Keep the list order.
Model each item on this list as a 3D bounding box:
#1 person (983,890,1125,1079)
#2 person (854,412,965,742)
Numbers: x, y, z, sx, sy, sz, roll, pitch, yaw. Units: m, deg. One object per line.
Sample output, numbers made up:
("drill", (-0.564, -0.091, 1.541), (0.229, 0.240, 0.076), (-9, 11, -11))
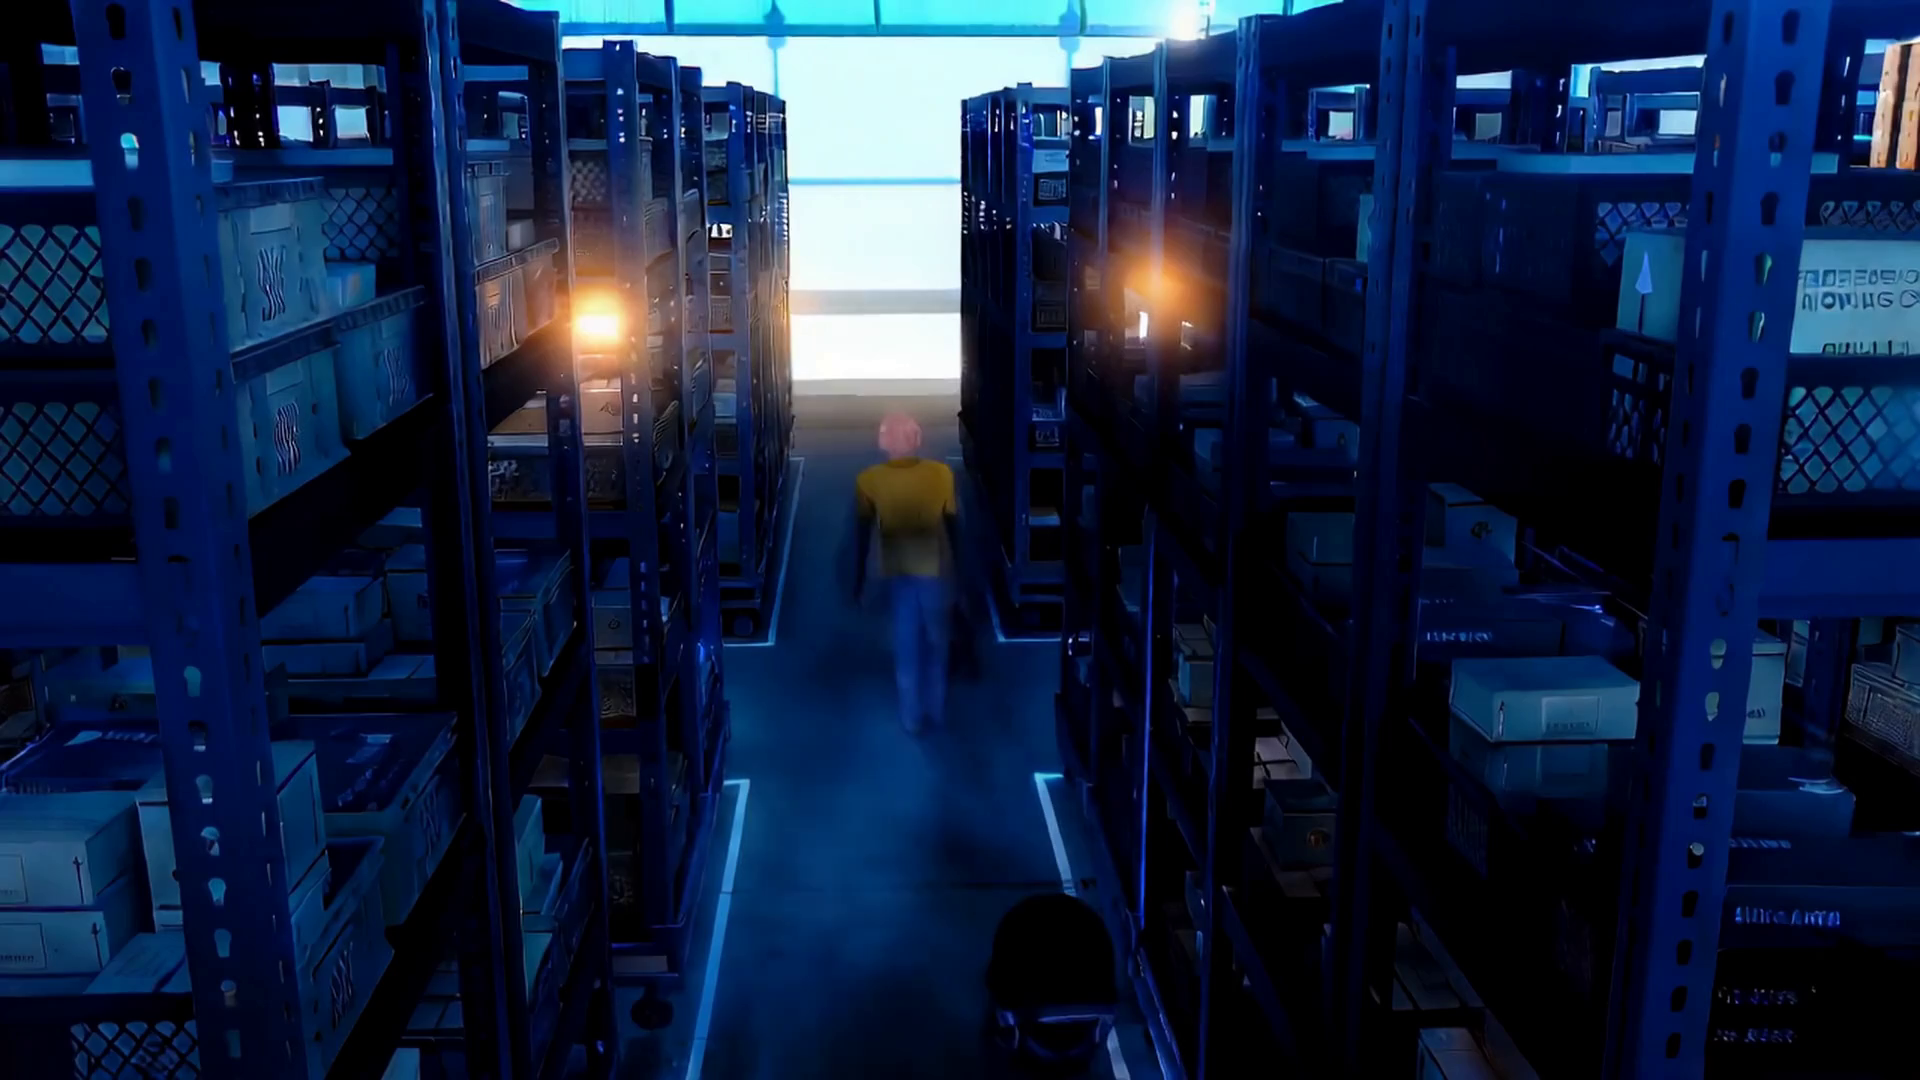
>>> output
("person", (0.169, 1.604, 3.149), (0.622, 1.992, 0.395), (-4, 15, -17))
("person", (-0.307, 0.170, 9.370), (0.614, 1.786, 0.910), (-4, 14, -17))
